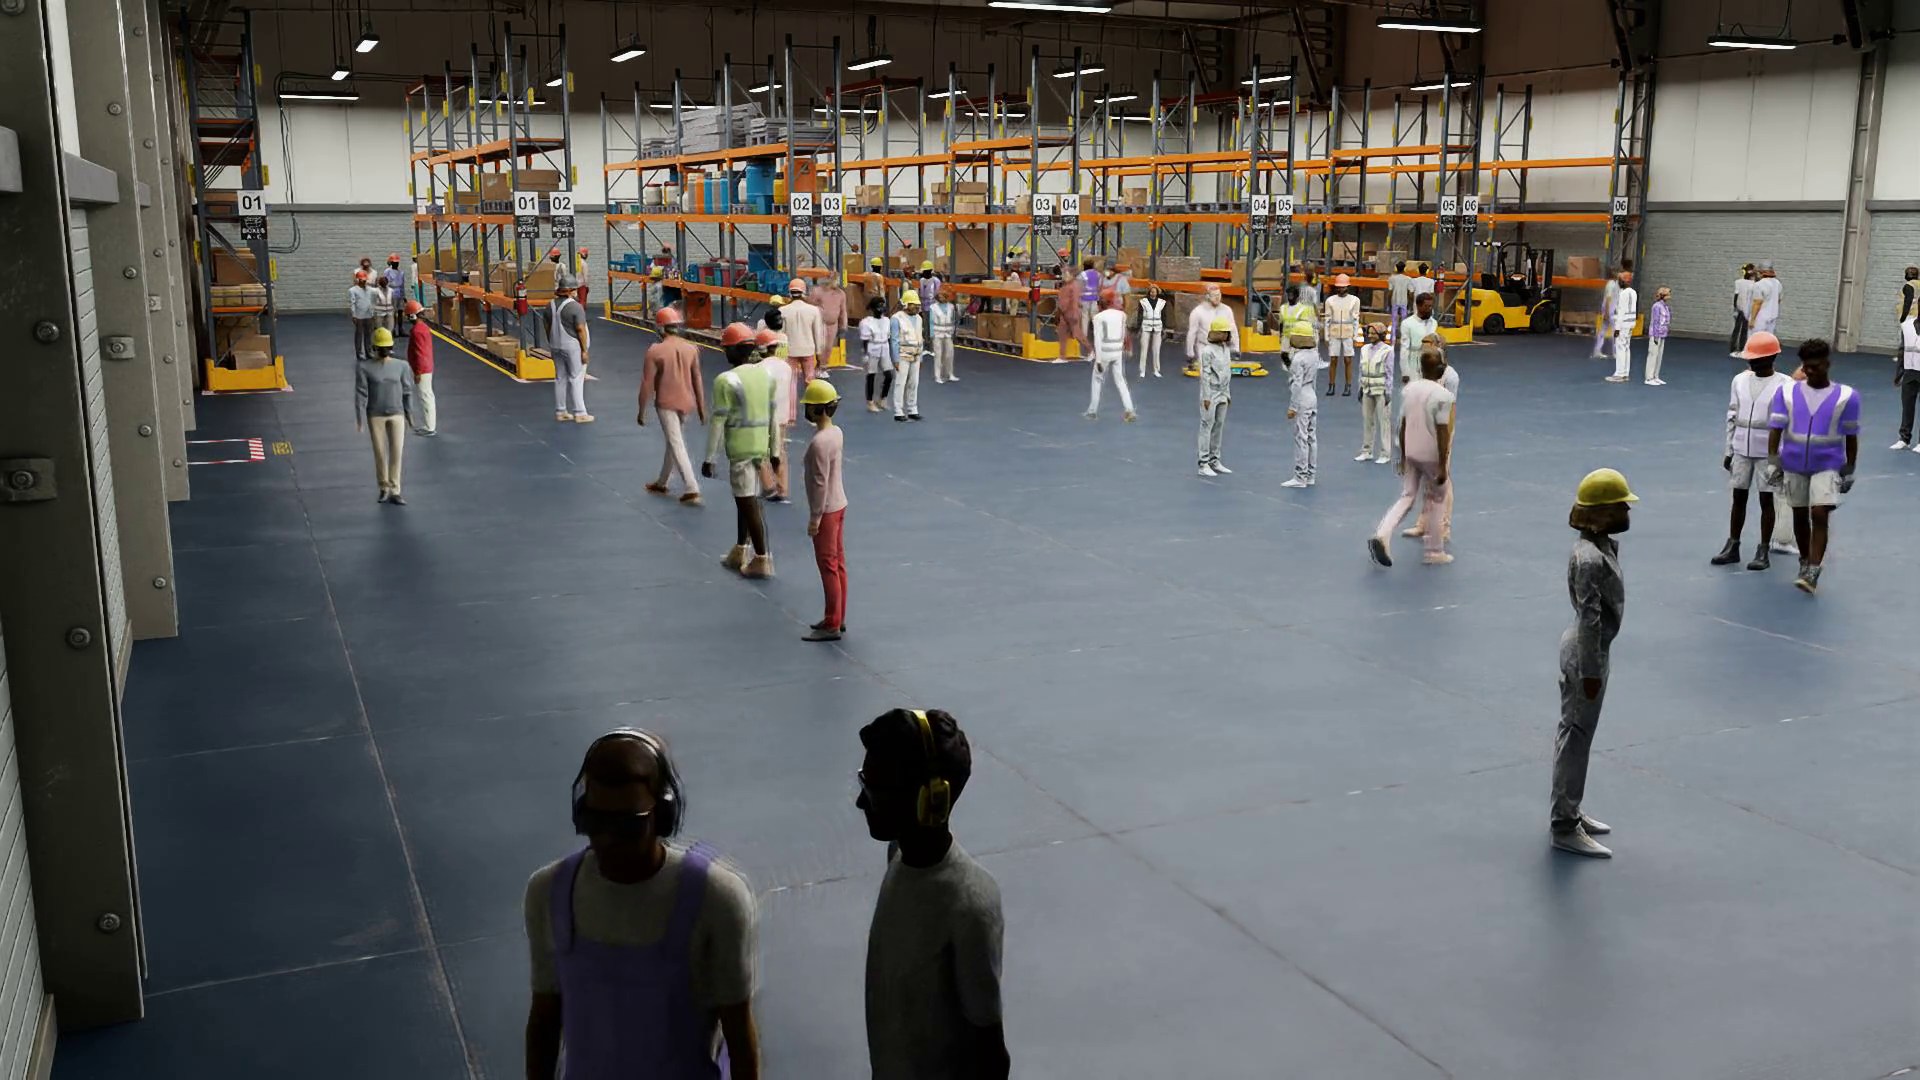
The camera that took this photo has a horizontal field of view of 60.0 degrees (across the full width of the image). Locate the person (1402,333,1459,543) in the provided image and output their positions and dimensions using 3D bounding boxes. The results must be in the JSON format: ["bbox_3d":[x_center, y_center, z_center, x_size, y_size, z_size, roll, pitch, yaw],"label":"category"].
[{"bbox_3d":[4.160,-0.899,14.627,0.341,1.839,0.507,-4,12,-21],"label":"person"}]

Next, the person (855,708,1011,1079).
[{"bbox_3d":[-0.083,1.260,3.565,0.315,1.869,0.534,-5,12,-23],"label":"person"}]

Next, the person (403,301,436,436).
[{"bbox_3d":[-7.018,-2.226,21.594,0.347,1.743,0.564,-2,11,-8],"label":"person"}]

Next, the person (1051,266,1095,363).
[{"bbox_3d":[2.180,-4.345,32.075,0.858,1.870,0.664,-5,12,-25],"label":"person"}]

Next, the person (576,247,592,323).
[{"bbox_3d":[-9.895,-6.687,43.675,0.413,1.986,0.610,-9,14,-37],"label":"person"}]

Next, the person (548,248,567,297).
[{"bbox_3d":[-9.702,-5.995,40.000,0.604,2.042,0.381,9,14,38],"label":"person"}]

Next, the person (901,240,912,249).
[{"bbox_3d":[-1.652,-8.318,51.797,0.389,2.041,0.614,5,12,23],"label":"person"}]

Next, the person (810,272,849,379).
[{"bbox_3d":[-2.302,-3.736,28.982,0.673,1.859,0.605,-7,13,-32],"label":"person"}]

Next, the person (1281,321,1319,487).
[{"bbox_3d":[3.595,-1.428,17.547,0.301,1.745,0.483,8,14,36],"label":"person"}]

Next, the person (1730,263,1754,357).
[{"bbox_3d":[15.709,-4.593,33.304,0.513,1.875,0.328,-4,12,-19],"label":"person"}]

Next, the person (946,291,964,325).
[{"bbox_3d":[-0.180,-6.340,42.127,0.661,1.892,0.450,-9,14,-39],"label":"person"}]

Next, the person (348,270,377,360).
[{"bbox_3d":[-11.789,-4.449,32.874,0.330,1.750,0.572,6,12,26],"label":"person"}]

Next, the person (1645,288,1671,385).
[{"bbox_3d":[11.744,-3.418,27.959,0.313,1.633,0.518,9,14,39],"label":"person"}]

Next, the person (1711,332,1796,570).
[{"bbox_3d":[6.442,-0.717,13.461,0.385,1.928,0.547,-8,14,-35],"label":"person"}]

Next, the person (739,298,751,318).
[{"bbox_3d":[-5.963,-6.888,45.637,0.534,1.604,0.514,-9,15,-40],"label":"person"}]

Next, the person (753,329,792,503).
[{"bbox_3d":[-1.904,-1.221,16.503,0.432,1.733,0.597,7,13,31],"label":"person"}]

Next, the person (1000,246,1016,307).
[{"bbox_3d":[1.437,-7.897,50.051,0.457,1.905,0.644,1,11,5],"label":"person"}]

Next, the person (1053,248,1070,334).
[{"bbox_3d":[2.449,-5.904,39.533,0.374,2.044,0.605,5,12,24],"label":"person"}]

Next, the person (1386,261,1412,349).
[{"bbox_3d":[9.268,-4.944,35.085,0.513,1.875,0.328,2,11,11],"label":"person"}]

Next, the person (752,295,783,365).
[{"bbox_3d":[-2.574,-2.524,23.099,0.551,1.737,0.502,-5,12,-24],"label":"person"}]

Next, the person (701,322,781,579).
[{"bbox_3d":[-1.794,-0.709,13.186,0.815,2.013,0.631,8,14,36],"label":"person"}]

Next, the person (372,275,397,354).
[{"bbox_3d":[-11.888,-4.648,34.249,0.520,1.615,0.654,-8,14,-37],"label":"person"}]

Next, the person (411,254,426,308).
[{"bbox_3d":[-15.458,-7.313,47.397,0.313,1.769,0.525,3,12,16],"label":"person"}]

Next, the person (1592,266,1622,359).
[{"bbox_3d":[12.935,-4.480,32.849,0.795,1.819,0.537,4,12,20],"label":"person"}]

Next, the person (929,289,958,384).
[{"bbox_3d":[-0.307,-3.430,28.037,0.550,1.610,0.404,-6,13,-28],"label":"person"}]

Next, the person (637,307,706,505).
[{"bbox_3d":[-2.876,-1.342,16.613,1.032,1.945,0.656,10,15,42],"label":"person"}]

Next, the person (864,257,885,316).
[{"bbox_3d":[-1.802,-5.085,35.663,0.372,1.925,0.596,-10,15,-42],"label":"person"}]

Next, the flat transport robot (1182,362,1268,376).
[{"bbox_3d":[4.705,-3.051,29.549,1.431,0.197,0.652,0,11,-1],"label":"flat transport robot"}]

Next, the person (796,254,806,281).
[{"bbox_3d":[-5.026,-8.157,52.109,0.586,1.594,0.367,8,14,36],"label":"person"}]

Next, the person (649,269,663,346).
[{"bbox_3d":[-6.486,-4.945,35.529,0.328,1.695,0.594,-4,12,-19],"label":"person"}]

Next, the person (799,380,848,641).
[{"bbox_3d":[-0.925,-0.199,11.245,0.310,1.769,0.522,1,11,7],"label":"person"}]

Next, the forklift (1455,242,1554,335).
[{"bbox_3d":[13.047,-6.049,39.881,2.313,2.155,1.214,-5,12,-23],"label":"forklift"}]

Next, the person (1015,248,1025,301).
[{"bbox_3d":[1.990,-8.656,54.310,0.510,1.741,0.599,-7,13,-32],"label":"person"}]

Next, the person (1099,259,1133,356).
[{"bbox_3d":[3.096,-4.602,32.919,0.703,2.000,0.928,8,14,35],"label":"person"}]

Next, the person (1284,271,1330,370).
[{"bbox_3d":[6.396,-4.010,30.492,0.967,1.818,0.513,-1,11,-7],"label":"person"}]
